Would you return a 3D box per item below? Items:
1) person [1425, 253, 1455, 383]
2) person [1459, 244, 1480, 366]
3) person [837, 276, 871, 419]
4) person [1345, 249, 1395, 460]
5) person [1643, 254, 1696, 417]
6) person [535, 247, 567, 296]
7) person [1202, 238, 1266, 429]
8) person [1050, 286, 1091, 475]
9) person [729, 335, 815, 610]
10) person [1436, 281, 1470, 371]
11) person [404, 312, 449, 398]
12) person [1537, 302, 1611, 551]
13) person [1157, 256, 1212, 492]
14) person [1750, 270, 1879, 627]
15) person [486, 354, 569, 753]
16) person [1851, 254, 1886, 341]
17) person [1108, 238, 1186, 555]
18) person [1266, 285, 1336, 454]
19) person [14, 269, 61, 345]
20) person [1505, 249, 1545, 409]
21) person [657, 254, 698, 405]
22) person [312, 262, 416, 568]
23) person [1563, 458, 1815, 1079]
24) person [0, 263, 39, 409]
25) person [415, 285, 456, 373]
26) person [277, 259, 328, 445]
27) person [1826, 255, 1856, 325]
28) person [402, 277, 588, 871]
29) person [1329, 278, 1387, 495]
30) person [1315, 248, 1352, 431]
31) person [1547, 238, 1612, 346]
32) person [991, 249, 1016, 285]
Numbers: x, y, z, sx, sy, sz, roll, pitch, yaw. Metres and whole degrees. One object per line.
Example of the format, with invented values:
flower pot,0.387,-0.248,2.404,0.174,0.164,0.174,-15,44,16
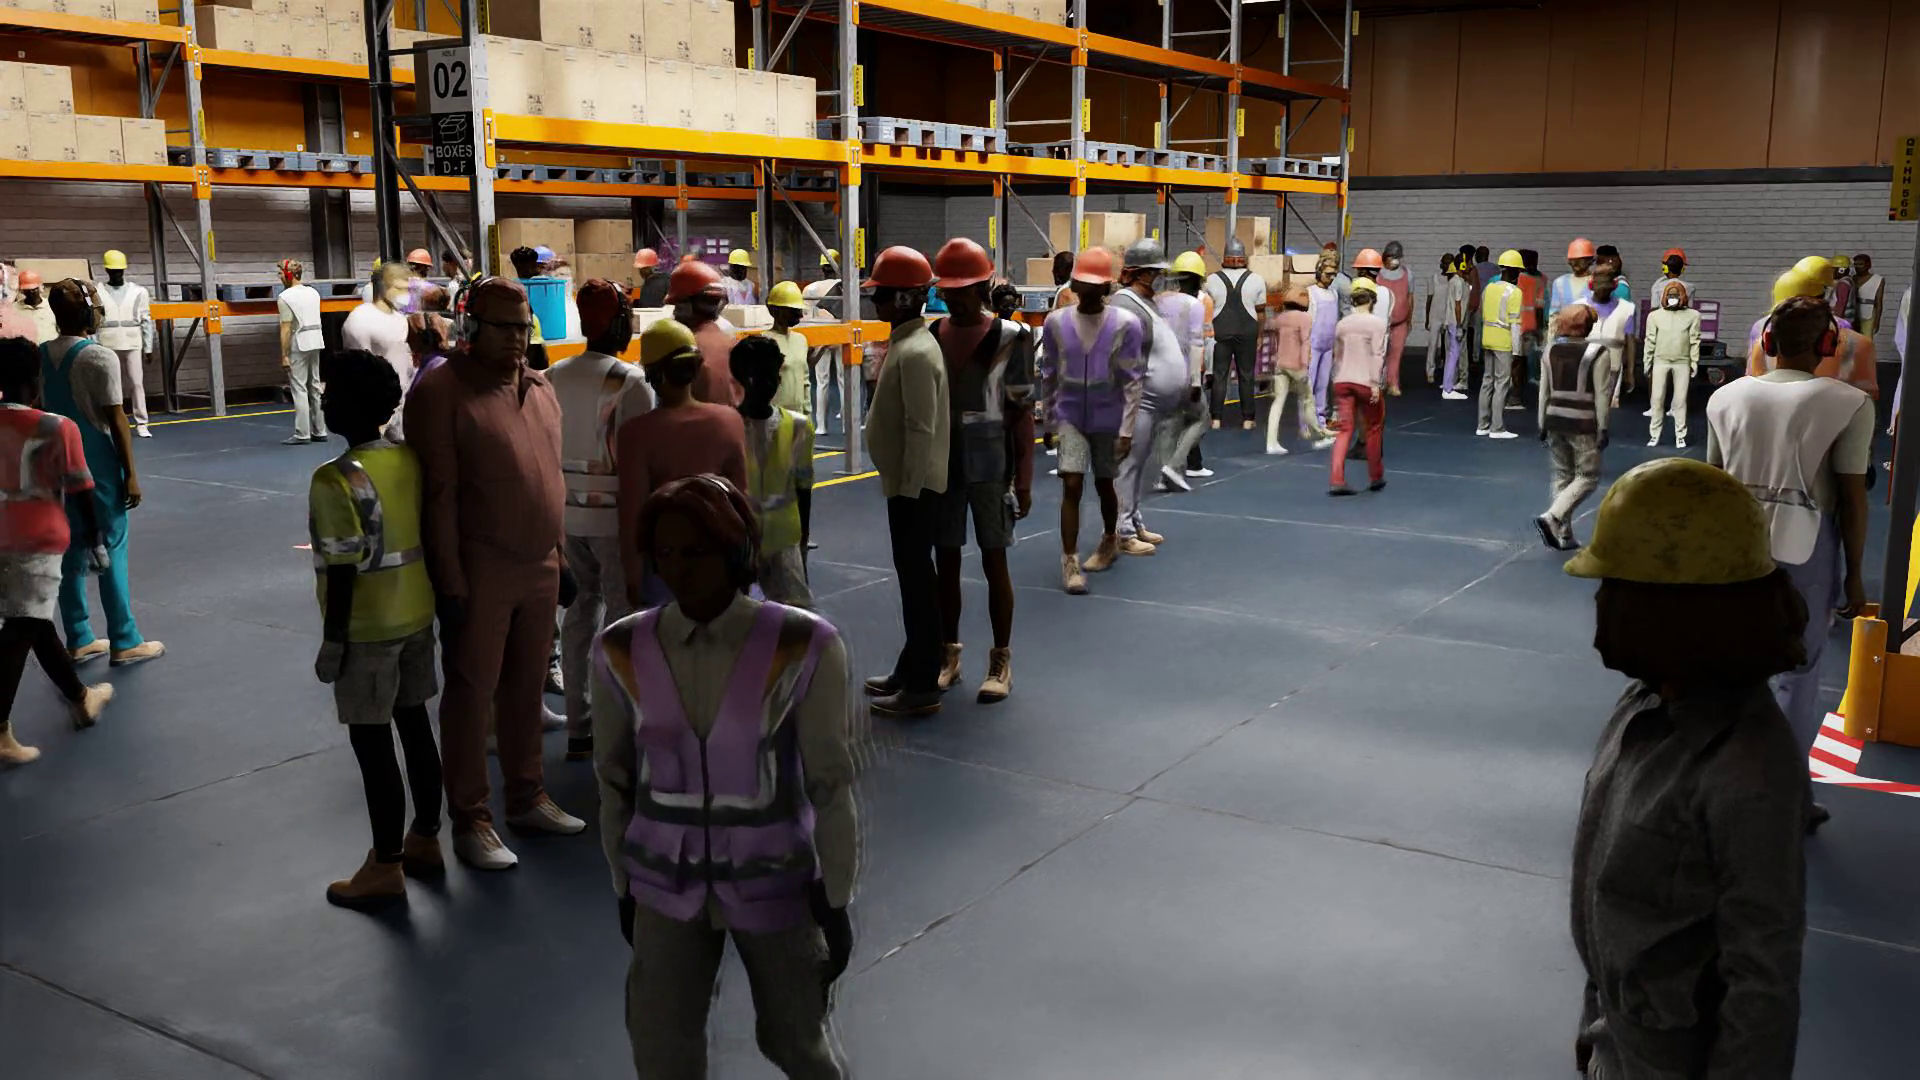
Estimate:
person,6.841,-3.127,23.524,0.509,1.839,0.339,2,10,10
person,8.115,-3.743,26.617,0.372,1.958,0.599,7,13,35
person,-1.172,-2.316,18.847,0.591,1.908,0.408,3,11,18
person,3.746,-1.705,15.362,0.543,1.939,0.361,-9,13,-40
person,8.110,-2.326,19.025,0.508,1.863,0.326,0,10,2
person,-4.501,-2.216,18.163,0.389,1.949,0.604,3,11,15
person,2.938,-2.214,17.901,0.683,2.000,0.538,2,10,9
person,0.971,-1.366,14.333,0.268,1.631,0.506,8,13,38
person,-0.805,0.025,6.546,0.543,1.647,0.859,-4,11,-20
person,7.629,-3.458,25.782,0.538,1.688,0.324,7,12,33
person,-2.903,-0.448,9.250,0.312,1.633,0.519,-5,11,-25
person,3.909,-0.712,10.703,0.496,1.622,0.518,-6,12,-31
person,1.792,-1.318,13.334,0.440,1.894,0.608,-6,12,-28
person,4.414,-0.452,8.637,0.638,1.880,0.548,6,12,30
person,-1.715,0.037,6.596,0.535,1.619,0.517,-5,11,-26
person,12.451,-3.028,22.997,0.410,1.830,0.578,-7,12,-34
person,1.198,-0.936,10.814,0.535,2.000,0.684,3,11,16
person,3.229,-1.619,15.816,0.841,1.586,0.516,-6,12,-32
person,-9.083,-1.794,16.408,0.574,1.739,0.353,-5,11,-25
person,6.776,-2.559,20.200,0.650,1.911,0.773,-4,11,-20
person,-3.221,-2.456,19.779,0.576,1.844,0.894,6,12,28
person,-3.605,-0.764,10.330,0.557,1.892,0.804,3,11,15
person,0.962,0.751,2.307,0.314,1.740,0.486,1,10,5
person,-6.158,-0.815,10.602,0.668,1.884,0.755,1,10,6
person,-4.598,-1.458,14.881,0.539,1.613,0.678,6,12,29
person,-6.523,-1.857,16.495,0.394,1.836,0.560,3,11,14
person,11.997,-2.975,22.719,0.403,1.824,0.593,6,12,30
person,-1.489,0.100,5.464,0.404,1.903,0.636,5,11,26
person,3.206,-1.226,13.293,0.804,1.711,0.544,-8,13,-39
person,3.941,-2.133,17.734,0.353,1.936,0.635,-4,11,-20
person,6.170,-1.989,16.650,0.615,2.041,0.391,9,14,41
person,0.705,-4.362,30.082,0.635,1.937,0.352,3,11,16
